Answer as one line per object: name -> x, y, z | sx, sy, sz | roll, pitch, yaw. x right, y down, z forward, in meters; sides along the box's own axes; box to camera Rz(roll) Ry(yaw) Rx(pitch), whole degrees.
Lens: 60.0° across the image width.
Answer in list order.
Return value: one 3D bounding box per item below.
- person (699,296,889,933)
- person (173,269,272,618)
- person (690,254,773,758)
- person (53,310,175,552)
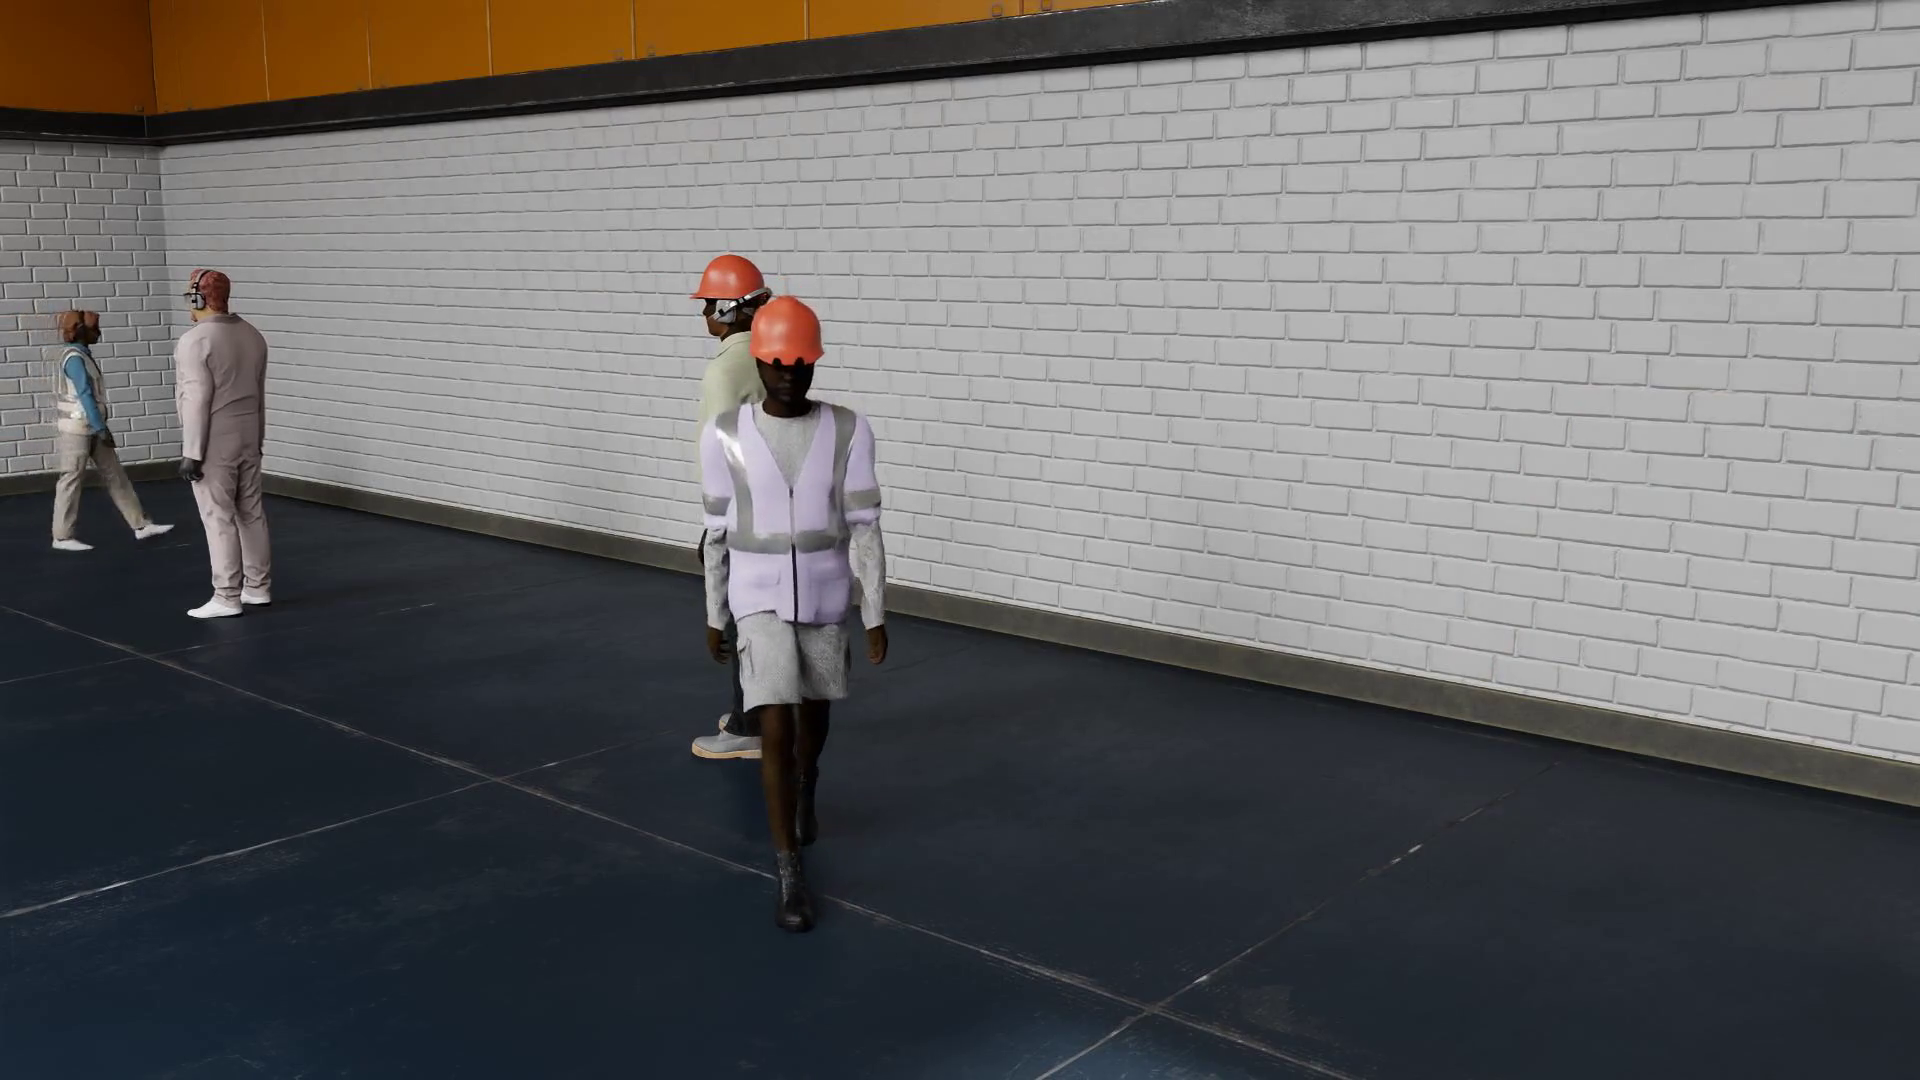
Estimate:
person -> -0.531, 0.169, 5.283 | 0.565, 1.894, 0.971 | -2, 10, -11
person -> -4.075, -0.517, 9.154 | 0.417, 1.914, 0.660 | 2, 10, 11
person -> -0.874, -0.127, 6.635 | 0.375, 1.995, 0.611 | 2, 10, 13
person -> -5.741, -0.724, 11.141 | 0.783, 1.608, 0.521 | -3, 10, -16
